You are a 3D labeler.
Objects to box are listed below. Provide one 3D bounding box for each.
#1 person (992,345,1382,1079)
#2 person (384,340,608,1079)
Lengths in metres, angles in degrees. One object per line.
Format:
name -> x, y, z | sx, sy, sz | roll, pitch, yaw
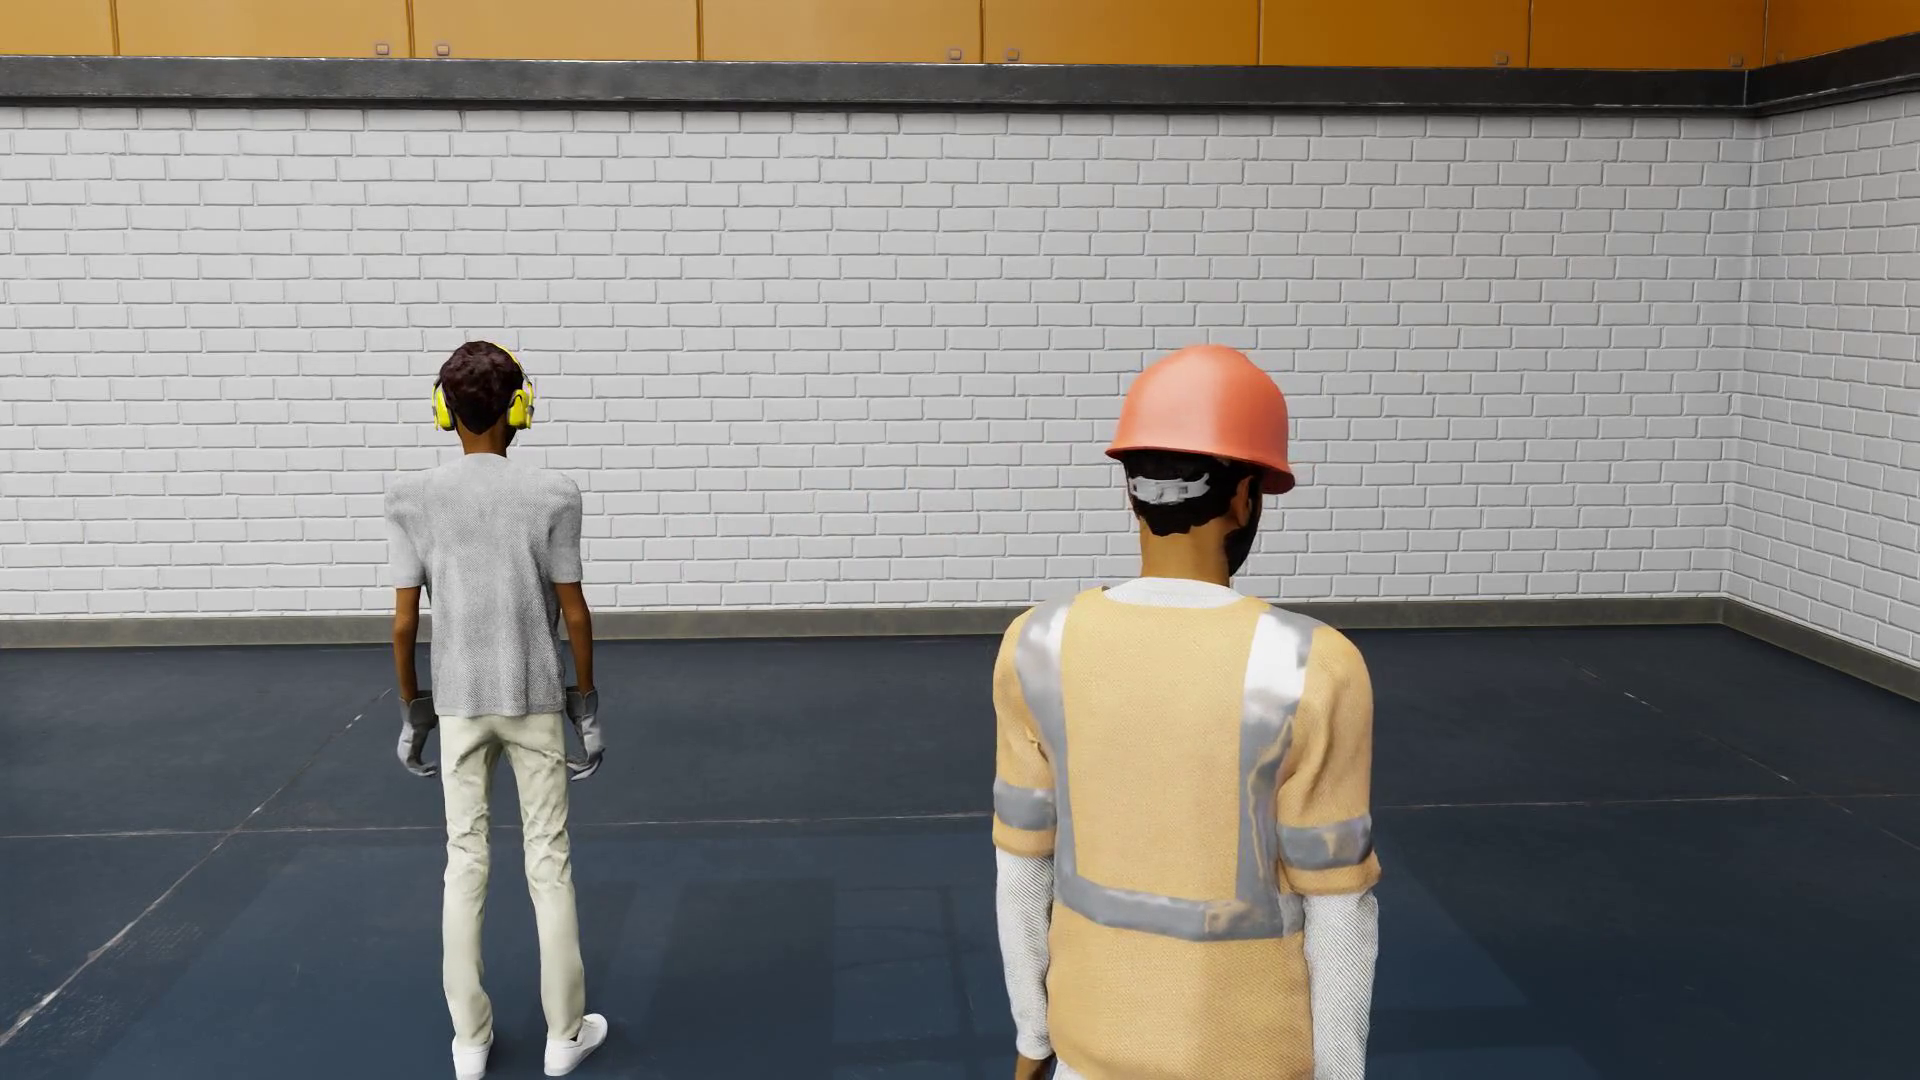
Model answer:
person -> 0.319, 0.694, 2.357 | 0.542, 1.927, 0.374 | 4, 10, 26
person -> -1.159, 0.437, 4.185 | 0.521, 1.862, 0.328 | -1, 9, -3
